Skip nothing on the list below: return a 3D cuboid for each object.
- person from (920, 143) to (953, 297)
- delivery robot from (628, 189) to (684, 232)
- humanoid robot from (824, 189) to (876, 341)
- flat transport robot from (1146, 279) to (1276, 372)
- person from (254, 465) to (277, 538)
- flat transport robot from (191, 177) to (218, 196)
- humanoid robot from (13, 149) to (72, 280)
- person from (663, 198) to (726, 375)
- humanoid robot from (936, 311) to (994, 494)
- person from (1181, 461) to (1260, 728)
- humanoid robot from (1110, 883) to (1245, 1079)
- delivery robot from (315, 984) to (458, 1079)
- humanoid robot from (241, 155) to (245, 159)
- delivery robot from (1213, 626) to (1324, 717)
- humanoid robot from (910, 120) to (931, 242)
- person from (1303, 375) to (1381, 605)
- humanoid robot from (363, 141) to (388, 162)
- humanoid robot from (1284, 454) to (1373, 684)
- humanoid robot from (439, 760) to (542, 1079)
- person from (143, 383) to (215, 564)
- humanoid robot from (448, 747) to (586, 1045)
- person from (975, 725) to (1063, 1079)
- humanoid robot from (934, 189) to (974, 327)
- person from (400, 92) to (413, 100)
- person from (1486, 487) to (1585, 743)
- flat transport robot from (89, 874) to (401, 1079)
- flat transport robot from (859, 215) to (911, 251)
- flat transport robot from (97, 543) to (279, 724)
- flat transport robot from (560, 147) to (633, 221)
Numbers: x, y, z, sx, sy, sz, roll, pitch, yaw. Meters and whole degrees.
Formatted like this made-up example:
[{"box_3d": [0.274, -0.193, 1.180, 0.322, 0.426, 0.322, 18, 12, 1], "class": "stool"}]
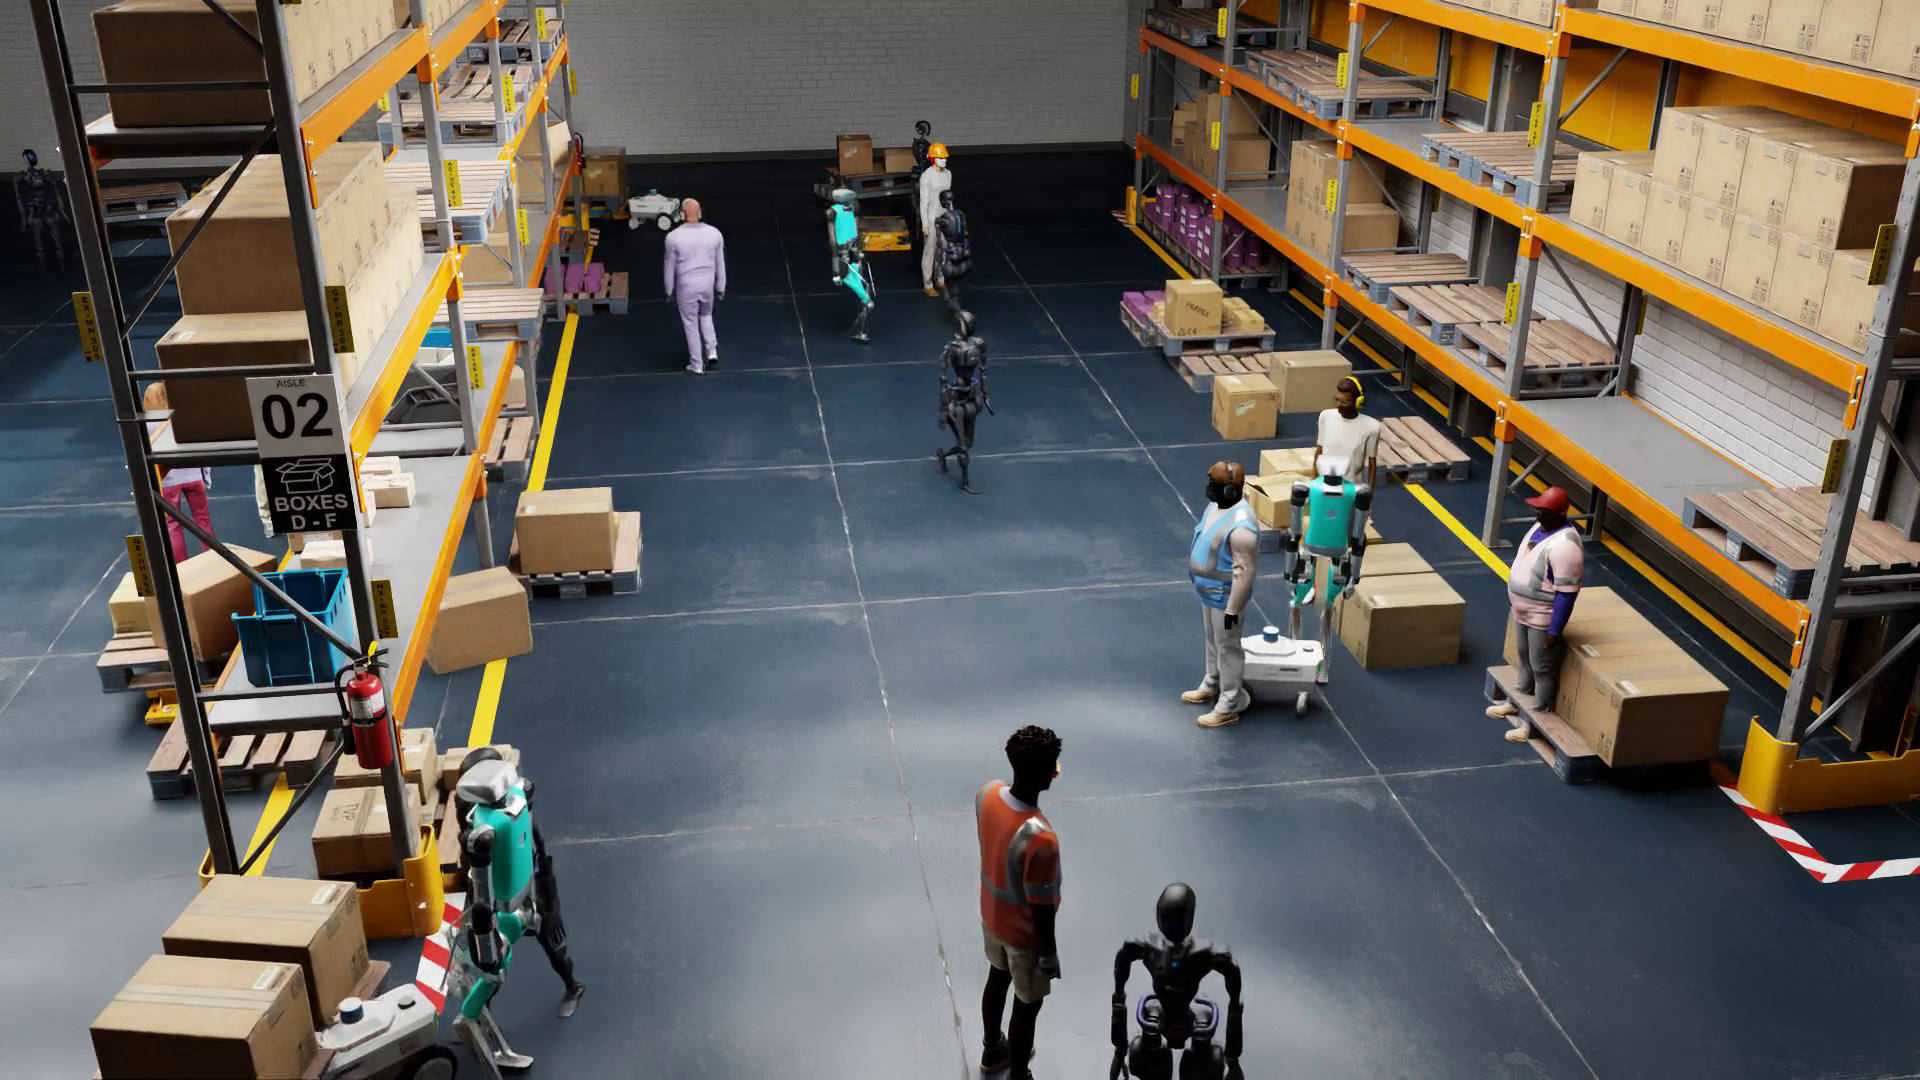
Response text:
[{"box_3d": [-0.280, -4.012, 20.800, 0.360, 1.896, 0.563, 19, 30, 37], "class": "person"}, {"box_3d": [-4.444, -4.810, 24.301, 0.809, 0.611, 0.499, 5, 24, 11], "class": "delivery robot"}, {"box_3d": [-1.134, -3.036, 18.802, 0.821, 1.799, 0.541, 15, 28, 31], "class": "humanoid robot"}, {"box_3d": [2.742, -2.142, 18.557, 0.659, 0.231, 1.431, -3, 24, -7], "class": "flat transport robot"}, {"box_3d": [-5.727, -0.896, 13.875, 0.563, 1.747, 0.336, -18, 29, -35], "class": "person"}, {"box_3d": [-11.443, -5.638, 26.523, 1.431, 0.231, 0.659, -5, 24, -10], "class": "flat transport robot"}, {"box_3d": [-11.872, -4.218, 21.522, 0.328, 1.656, 0.591, 21, 31, 39], "class": "humanoid robot"}, {"box_3d": [-2.874, -2.721, 17.864, 0.651, 1.893, 0.491, -14, 27, -29], "class": "person"}, {"box_3d": [-0.032, -1.271, 14.856, 0.594, 1.631, 0.700, -20, 31, -38], "class": "humanoid robot"}, {"box_3d": [1.714, 0.350, 10.926, 0.431, 1.843, 0.622, -3, 24, -7], "class": "person"}, {"box_3d": [0.951, 2.138, 7.108, 0.606, 1.636, 0.720, 6, 24, 13], "class": "humanoid robot"}, {"box_3d": [-2.816, 2.410, 7.813, 0.774, 0.579, 0.499, -21, 31, -39], "class": "delivery robot"}, {"box_3d": [-9.175, -4.507, 22.131, 0.545, 1.766, 0.966, -10, 26, -22], "class": "humanoid robot"}, {"box_3d": [2.074, 0.877, 11.315, 0.755, 0.587, 0.525, 2, 24, 5], "class": "delivery robot"}, {"box_3d": [-0.535, -5.077, 23.473, 0.315, 1.659, 0.599, 2, 24, 4], "class": "humanoid robot"}, {"box_3d": [2.851, -0.346, 12.485, 0.515, 1.865, 0.329, 15, 28, 30], "class": "person"}, {"box_3d": [-7.627, -4.231, 21.506, 0.584, 1.730, 1.049, 4, 24, 9], "class": "humanoid robot"}, {"box_3d": [2.484, 0.166, 11.437, 0.532, 1.759, 0.730, 3, 24, 8], "class": "humanoid robot"}, {"box_3d": [-2.268, 1.835, 7.745, 0.692, 1.856, 0.545, 5, 24, 10], "class": "humanoid robot"}, {"box_3d": [-6.107, -0.439, 12.989, 0.498, 1.629, 0.287, -16, 29, -33], "class": "person"}, {"box_3d": [-2.183, 1.713, 8.062, 0.611, 1.624, 0.739, 12, 26, 26], "class": "humanoid robot"}, {"box_3d": [0.287, 1.728, 7.644, 0.367, 1.957, 0.602, -11, 26, -24], "class": "person"}, {"box_3d": [0.001, -3.252, 19.350, 0.547, 1.622, 0.611, 18, 30, 36], "class": "humanoid robot"}, {"box_3d": [-8.121, -5.796, 24.969, 0.861, 1.806, 0.654, 0, 24, 1], "class": "person"}, {"box_3d": [3.734, 0.475, 10.750, 0.419, 1.754, 0.613, -1, 24, -2], "class": "person"}, {"box_3d": [-3.340, 2.583, 7.792, 1.431, 0.231, 0.659, 2, 24, 5], "class": "flat transport robot"}, {"box_3d": [-1.083, -4.355, 23.600, 0.659, 0.231, 1.431, -3, 24, -6], "class": "flat transport robot"}, {"box_3d": [-5.230, 0.859, 11.721, 0.659, 0.231, 1.431, -5, 24, -10], "class": "flat transport robot"}, {"box_3d": [-5.588, -4.984, 25.033, 1.431, 0.231, 0.659, -1, 24, -2], "class": "flat transport robot"}]
